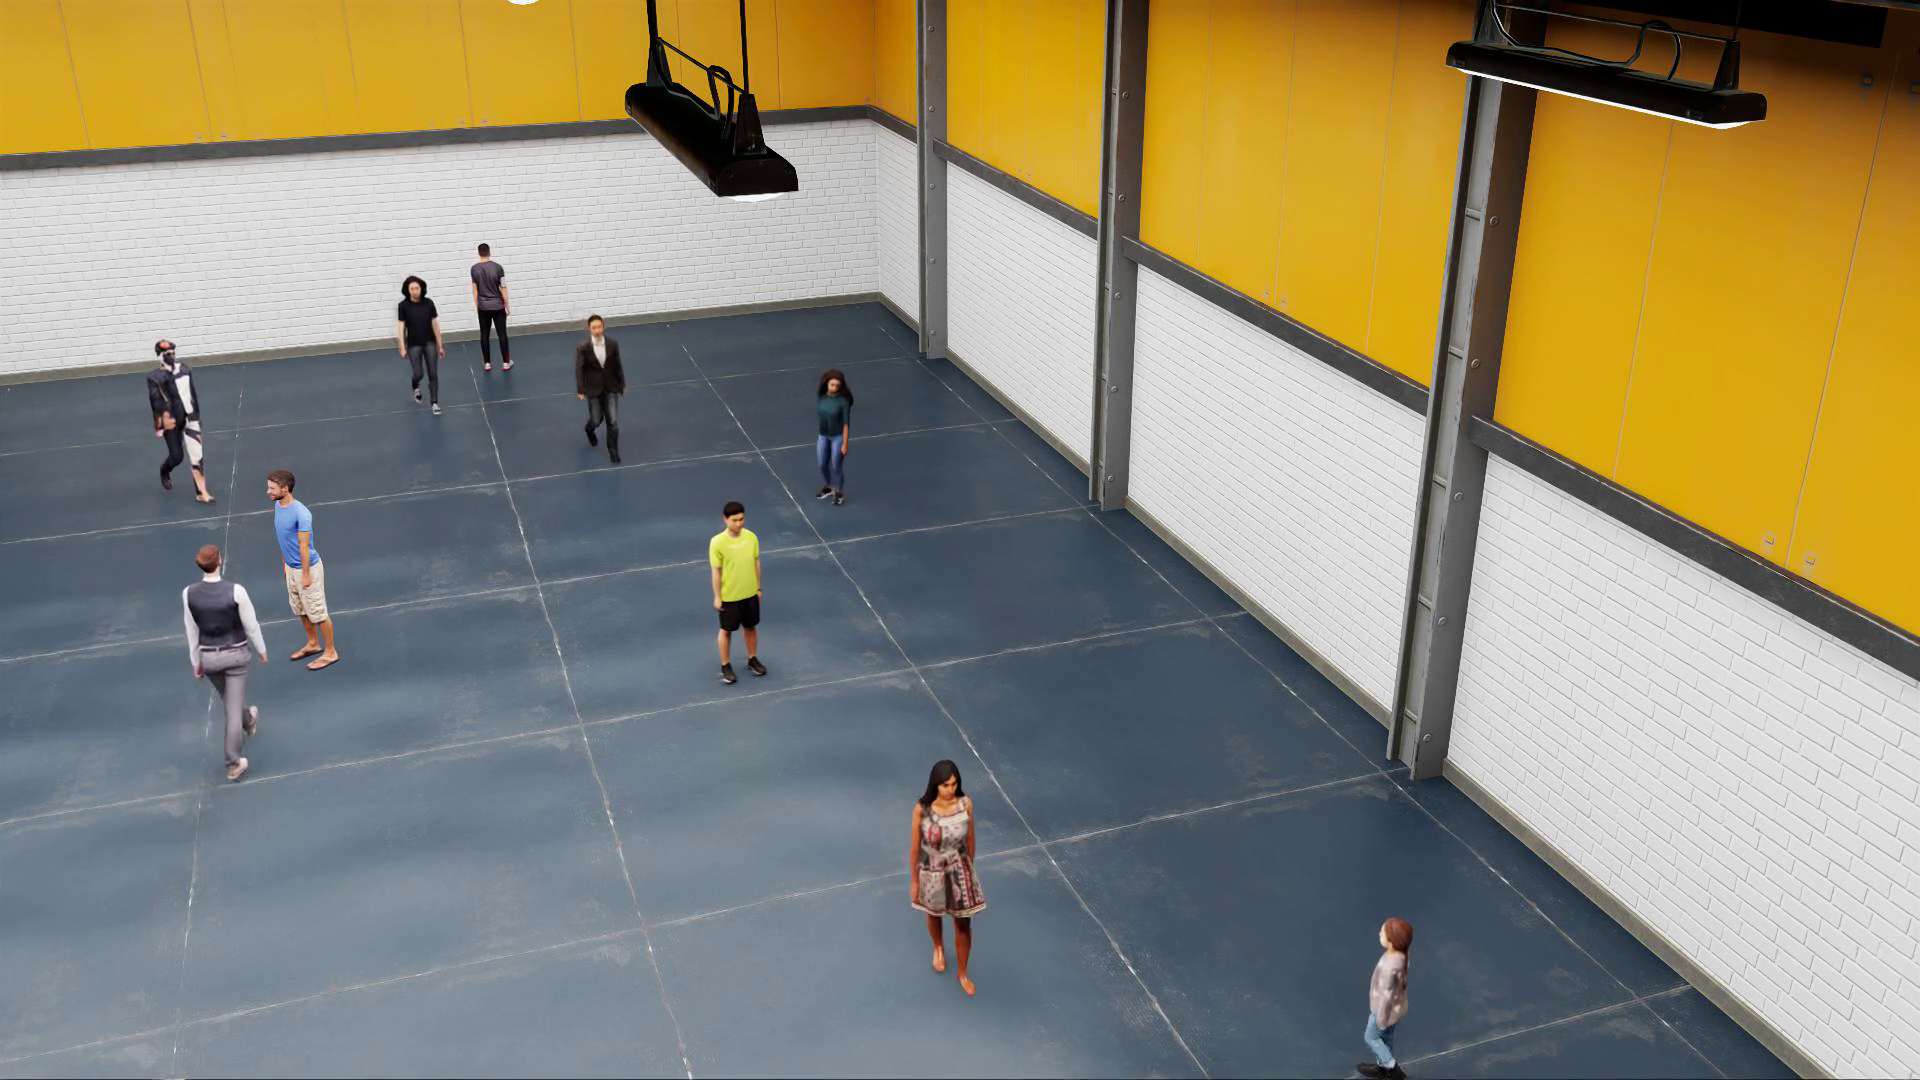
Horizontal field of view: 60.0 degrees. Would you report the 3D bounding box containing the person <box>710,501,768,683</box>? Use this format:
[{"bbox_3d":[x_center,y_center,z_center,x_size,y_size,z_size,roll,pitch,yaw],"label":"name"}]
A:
[{"bbox_3d":[-1.976,0.433,14.678,0.650,1.705,0.588,-13,27,-28],"label":"person"}]

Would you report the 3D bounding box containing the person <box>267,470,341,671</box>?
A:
[{"bbox_3d":[-5.910,0.232,14.942,0.676,1.863,0.789,18,29,35],"label":"person"}]

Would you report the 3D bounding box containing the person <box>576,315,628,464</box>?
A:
[{"bbox_3d":[-4.289,-1.823,19.748,0.796,1.778,0.990,-13,27,-28],"label":"person"}]

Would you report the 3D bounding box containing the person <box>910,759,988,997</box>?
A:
[{"bbox_3d":[-0.132,2.118,10.922,0.723,1.626,0.831,-4,24,-9],"label":"person"}]

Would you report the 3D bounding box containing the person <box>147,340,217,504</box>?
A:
[{"bbox_3d":[-8.715,-1.318,18.473,1.138,1.874,1.013,16,28,32],"label":"person"}]

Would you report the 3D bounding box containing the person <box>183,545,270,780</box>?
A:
[{"bbox_3d":[-5.842,0.990,13.162,0.887,1.899,1.242,-2,24,-5],"label":"person"}]

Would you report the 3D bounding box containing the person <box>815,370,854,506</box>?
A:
[{"bbox_3d":[-1.399,-1.148,18.440,0.768,1.589,0.834,19,30,37],"label":"person"}]

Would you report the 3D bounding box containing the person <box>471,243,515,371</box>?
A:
[{"bbox_3d":[-6.482,-3.223,22.972,0.689,1.762,0.637,-1,24,-2],"label":"person"}]

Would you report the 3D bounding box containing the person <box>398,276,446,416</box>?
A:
[{"bbox_3d":[-6.929,-2.538,21.339,0.752,1.815,0.871,-14,27,-29],"label":"person"}]

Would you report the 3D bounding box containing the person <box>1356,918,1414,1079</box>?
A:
[{"bbox_3d":[2.600,2.788,9.937,0.681,1.187,0.611,18,29,35],"label":"person"}]
